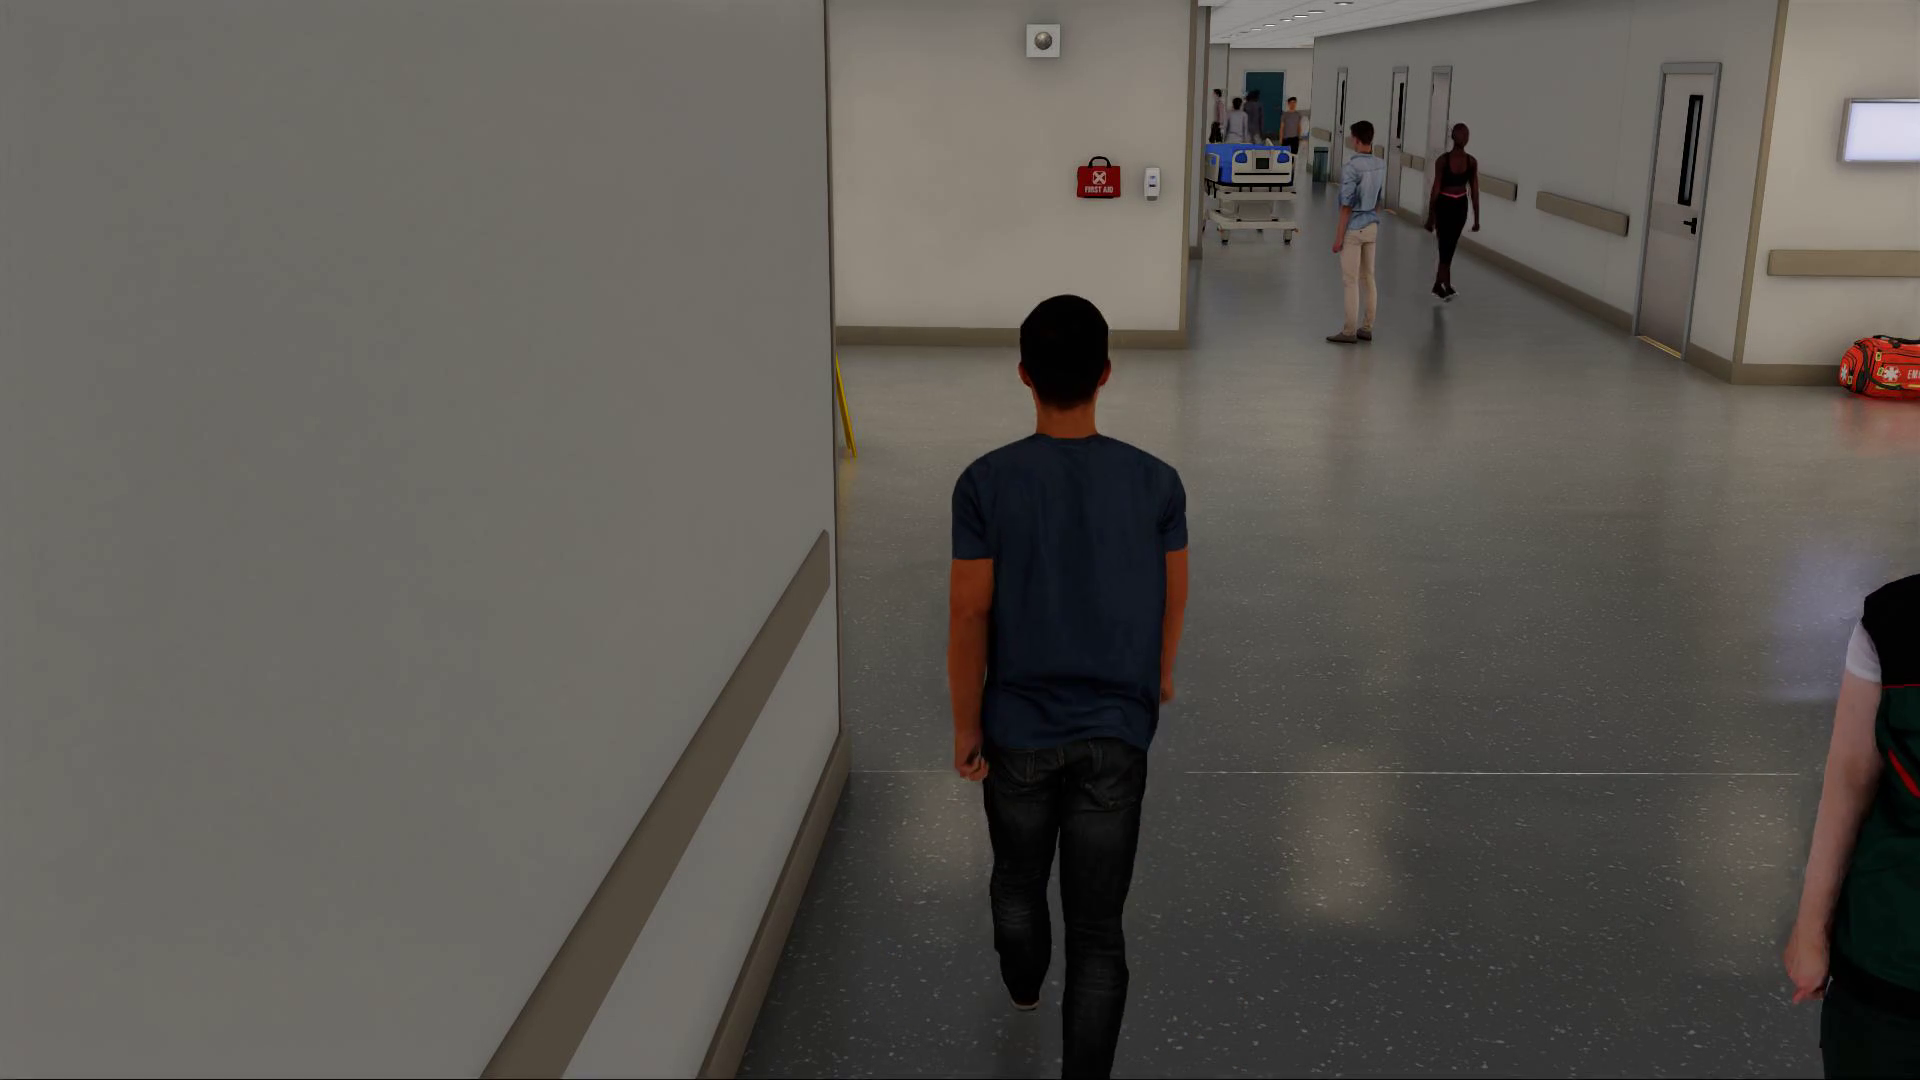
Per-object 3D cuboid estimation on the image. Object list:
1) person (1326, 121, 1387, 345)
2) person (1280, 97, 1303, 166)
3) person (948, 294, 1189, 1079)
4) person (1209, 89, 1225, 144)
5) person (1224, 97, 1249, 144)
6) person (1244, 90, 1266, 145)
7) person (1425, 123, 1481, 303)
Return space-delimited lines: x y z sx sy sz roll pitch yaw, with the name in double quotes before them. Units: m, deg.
"person" 3.390 -2.616 14.131 0.719 1.847 0.786 -12 20 -37
"person" 7.050 -8.566 35.544 1.041 1.679 0.690 2 16 6
"person" 0.228 0.432 3.460 1.051 1.770 0.740 1 16 3
"person" 6.741 -10.723 42.987 0.802 1.791 0.722 -1 16 -4
"person" 5.594 -8.099 33.835 1.079 1.707 0.823 4 16 14
"person" 6.688 -9.368 38.152 1.083 1.807 1.054 9 18 28
"person" 4.861 -3.244 16.575 1.077 1.729 0.820 -2 16 -6
